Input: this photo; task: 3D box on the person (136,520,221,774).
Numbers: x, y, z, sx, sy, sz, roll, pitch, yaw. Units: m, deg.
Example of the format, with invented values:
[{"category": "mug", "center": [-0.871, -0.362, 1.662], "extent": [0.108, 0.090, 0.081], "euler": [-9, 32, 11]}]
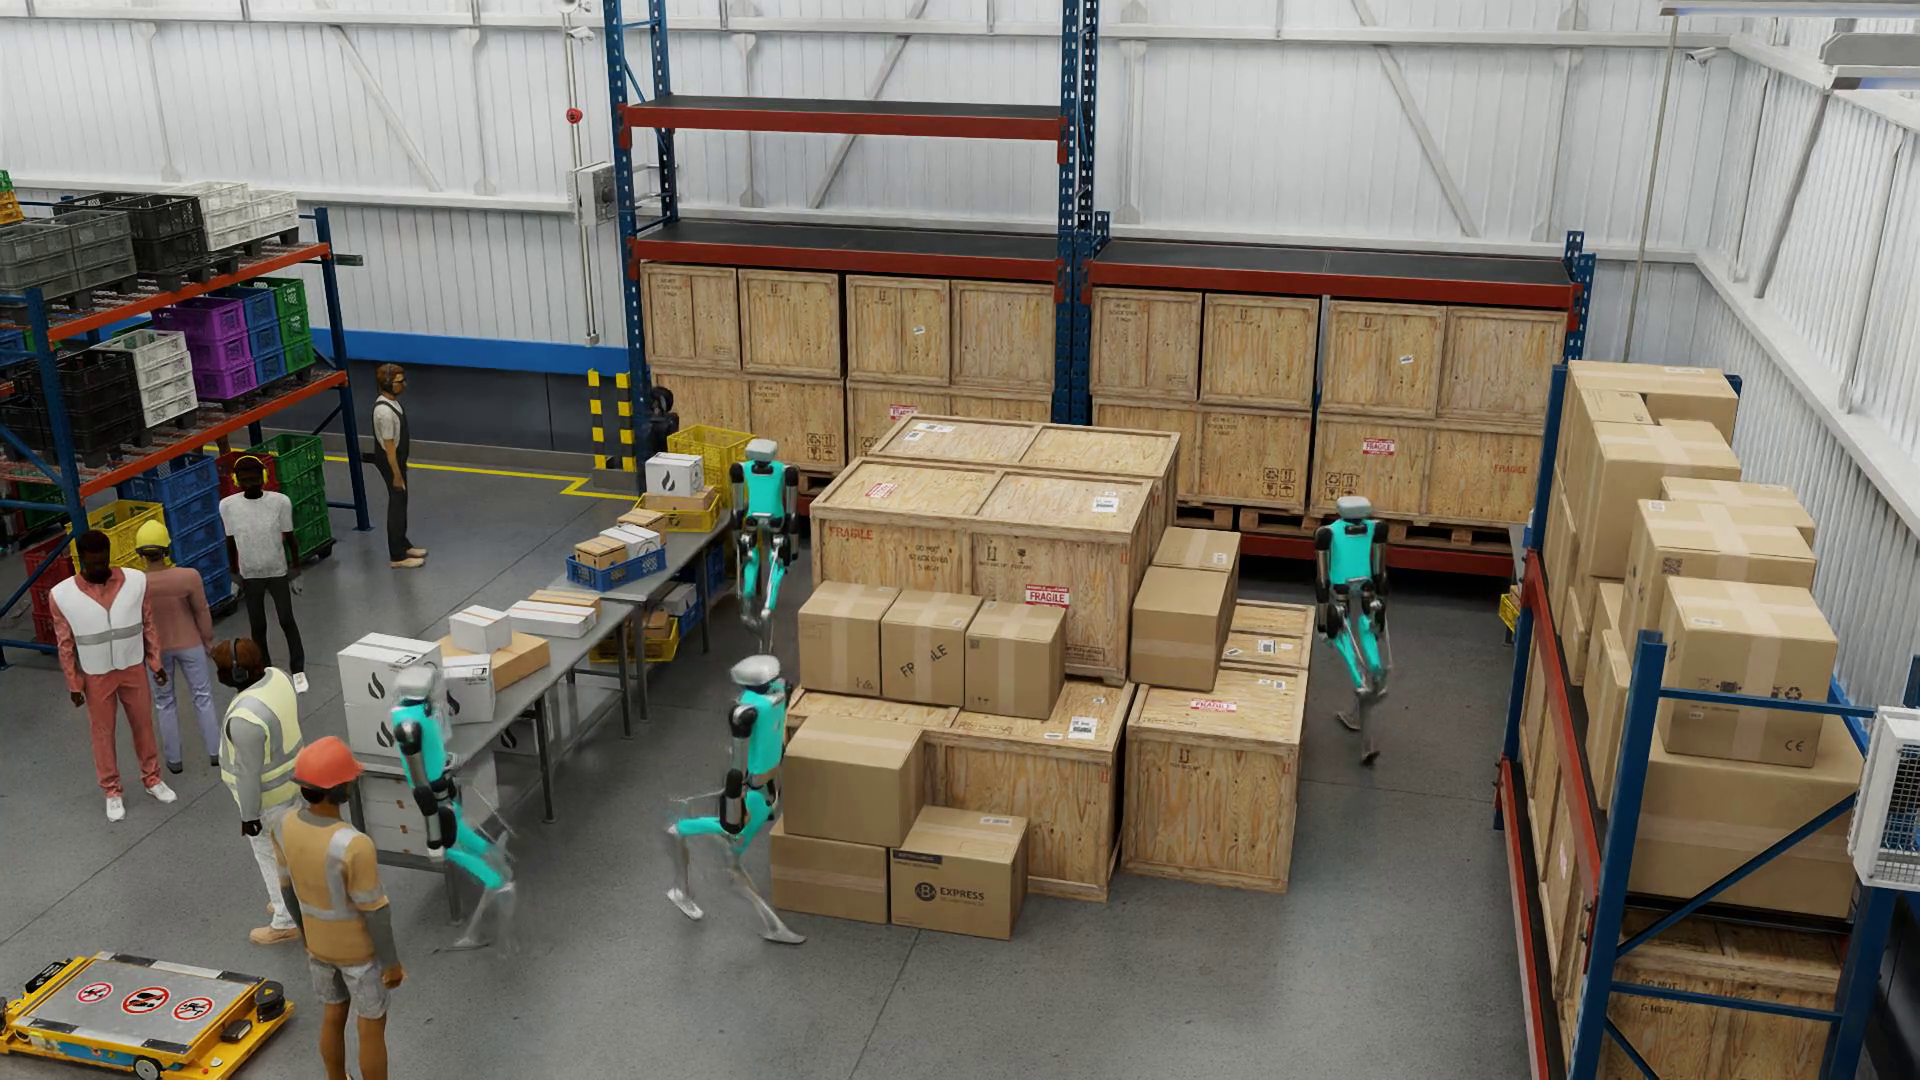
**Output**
[{"category": "person", "center": [-5.244, 0.713, 11.082], "extent": [0.523, 1.769, 0.312], "euler": [-9, 23, -21]}]

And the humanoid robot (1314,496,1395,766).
[{"category": "humanoid robot", "center": [2.760, 0.676, 11.293], "extent": [0.564, 1.809, 0.917], "euler": [-4, 21, -10]}]

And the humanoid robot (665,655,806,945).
[{"category": "humanoid robot", "center": [-1.352, 1.439, 9.311], "extent": [1.048, 1.774, 0.549], "euler": [9, 23, 22]}]

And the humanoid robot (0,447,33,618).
[{"category": "humanoid robot", "center": [-7.714, -0.020, 13.018], "extent": [0.551, 1.728, 1.010], "euler": [5, 22, 14]}]

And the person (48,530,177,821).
[{"category": "person", "center": [-5.377, 0.829, 10.575], "extent": [0.589, 1.914, 0.393], "euler": [-19, 28, -40]}]

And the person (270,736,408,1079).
[{"category": "person", "center": [-2.835, 1.846, 7.736], "extent": [0.613, 2.040, 0.376], "euler": [11, 24, 27]}]

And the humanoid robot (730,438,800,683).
[{"category": "humanoid robot", "center": [-1.520, 0.203, 12.507], "extent": [0.545, 1.814, 0.885], "euler": [2, 21, 6]}]

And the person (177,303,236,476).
[{"category": "person", "center": [-7.304, -1.338, 16.058], "extent": [0.606, 2.048, 0.367], "euler": [-10, 23, -24]}]

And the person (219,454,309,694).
[{"category": "person", "center": [-5.076, 0.263, 12.137], "extent": [0.498, 1.861, 0.331], "euler": [-5, 21, -13]}]

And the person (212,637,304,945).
[{"category": "person", "center": [-3.859, 1.383, 9.246], "extent": [0.429, 1.834, 0.631], "euler": [-1, 21, -2]}]

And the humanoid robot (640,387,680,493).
[{"category": "humanoid robot", "center": [-2.562, -0.542, 14.532], "extent": [0.761, 1.626, 0.600], "euler": [7, 22, 18]}]

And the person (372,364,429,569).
[{"category": "person", "center": [-4.924, -0.642, 14.539], "extent": [0.347, 1.839, 0.498], "euler": [-5, 22, -14]}]

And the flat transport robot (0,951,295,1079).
[{"category": "flat transport robot", "center": [-4.270, 2.464, 8.601], "extent": [1.431, 0.231, 0.659], "euler": [5, 22, 13]}]

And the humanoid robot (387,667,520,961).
[{"category": "humanoid robot", "center": [-2.644, 1.522, 9.063], "extent": [0.751, 1.820, 0.544], "euler": [-4, 21, -10]}]
